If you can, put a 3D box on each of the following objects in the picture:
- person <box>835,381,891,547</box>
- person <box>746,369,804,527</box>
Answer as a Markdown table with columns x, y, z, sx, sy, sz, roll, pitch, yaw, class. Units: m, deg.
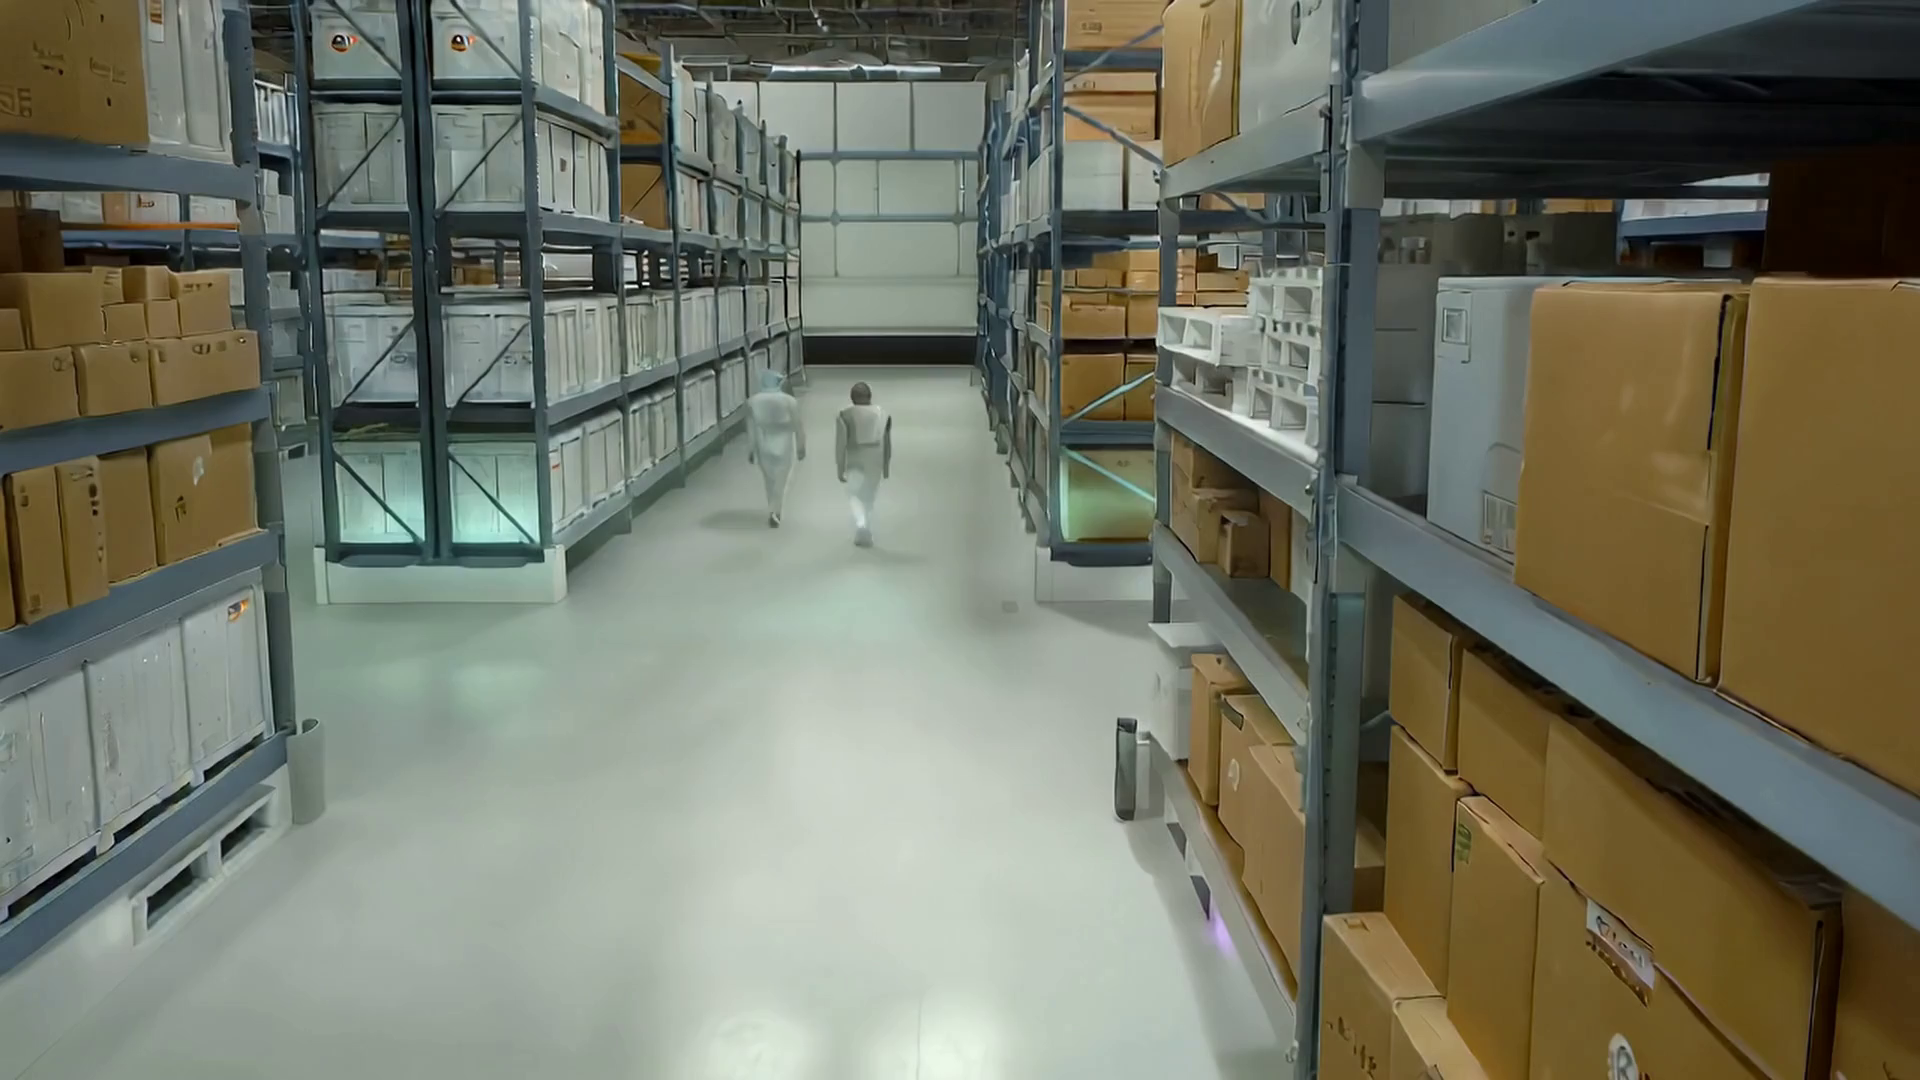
| x | y | z | sx | sy | sz | roll | pitch | yaw | class |
| --- | --- | --- | --- | --- | --- | --- | --- | --- | --- |
| -1.033 | -0.797 | 17.973 | 0.637 | 1.831 | 0.544 | -4 | 10 | -21 | person |
| -2.193 | -1.105 | 19.764 | 0.660 | 1.862 | 0.994 | 1 | 9 | 8 | person |
